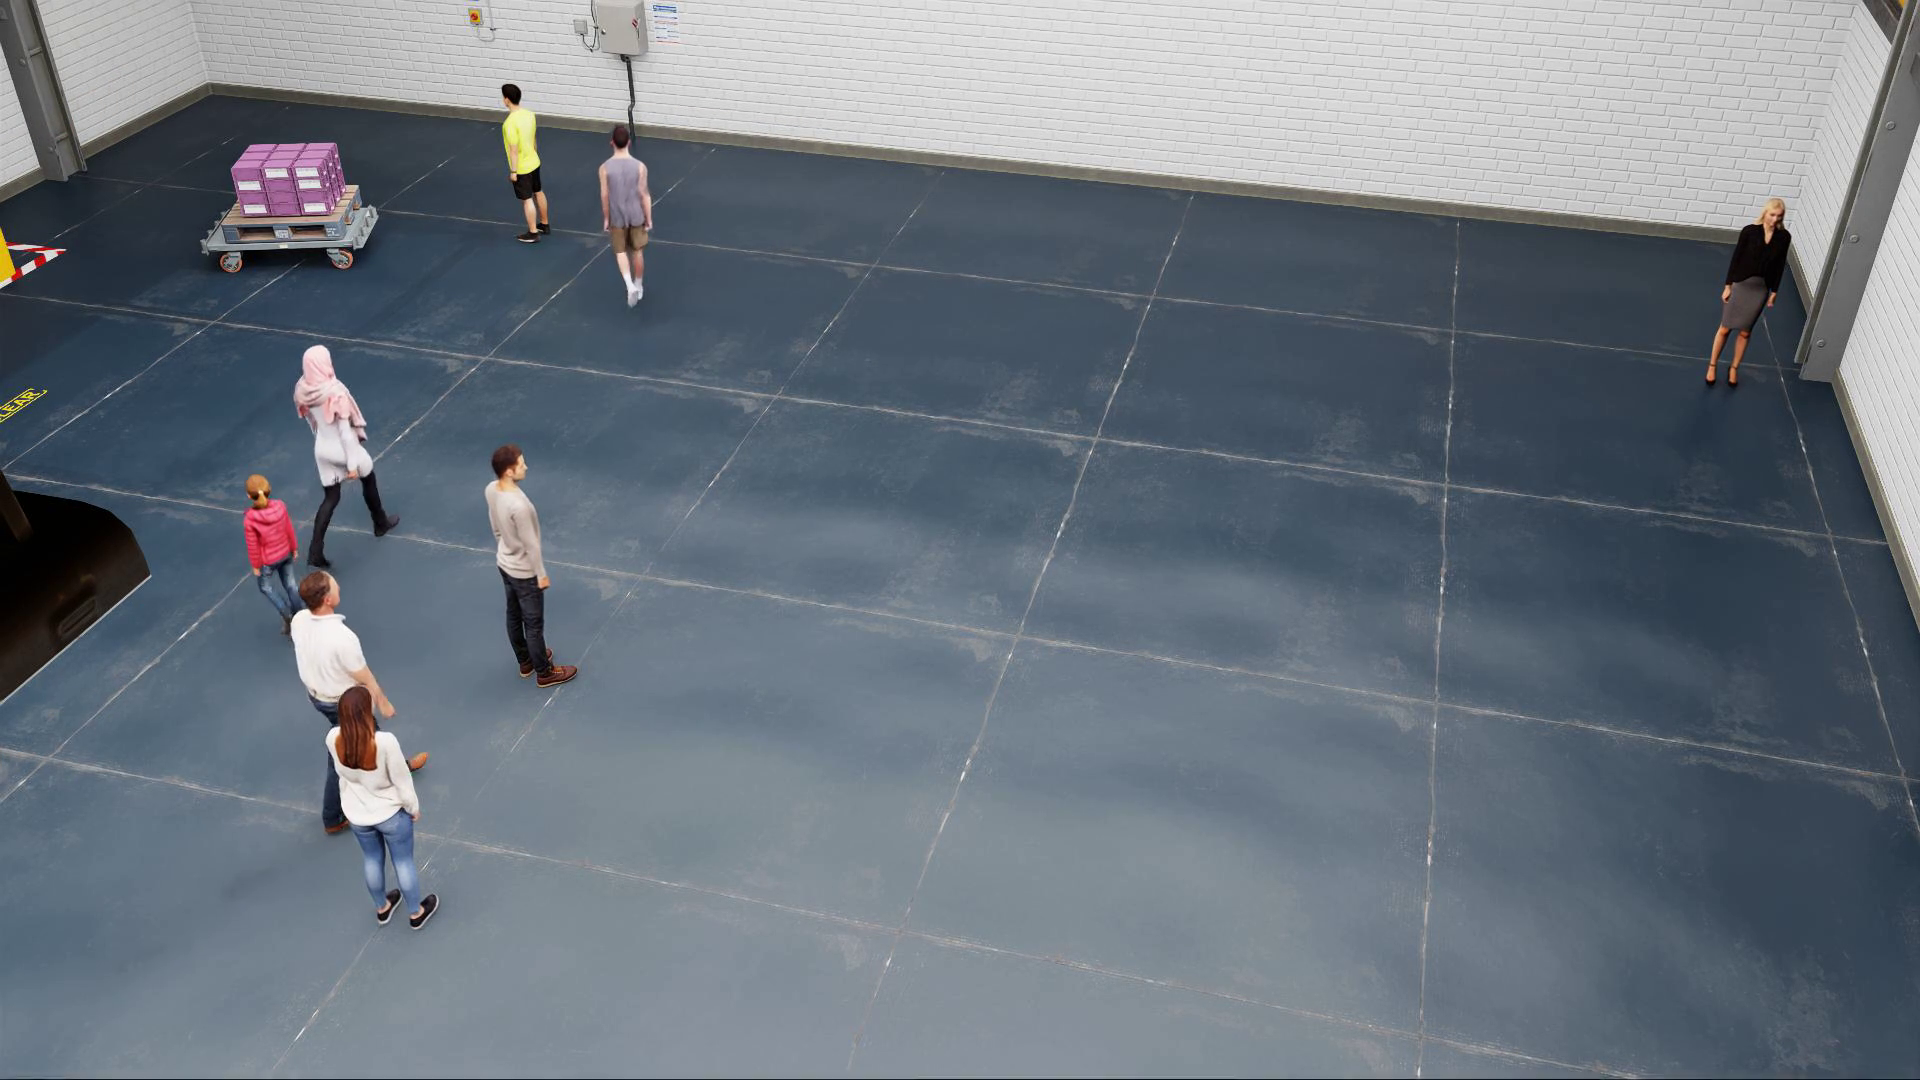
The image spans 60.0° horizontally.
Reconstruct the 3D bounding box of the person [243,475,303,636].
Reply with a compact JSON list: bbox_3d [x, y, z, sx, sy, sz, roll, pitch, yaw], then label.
[{"bbox_3d":[-4.875,0.146,11.912,0.684,1.309,0.609,24,40,31],"label":"person"}]

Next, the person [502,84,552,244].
[{"bbox_3d":[-4.679,-4.062,17.883,0.704,1.708,0.488,12,36,18],"label":"person"}]

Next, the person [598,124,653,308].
[{"bbox_3d":[-3.269,-3.147,16.341,0.907,1.836,1.074,-7,34,-11],"label":"person"}]

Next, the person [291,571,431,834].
[{"bbox_3d":[-3.858,1.036,10.107,0.944,1.824,1.157,25,41,32],"label":"person"}]

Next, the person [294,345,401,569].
[{"bbox_3d":[-4.780,-0.589,12.609,0.732,1.761,1.229,12,36,18],"label":"person"}]

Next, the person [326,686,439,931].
[{"bbox_3d":[-3.314,1.535,9.477,0.634,1.692,0.588,4,34,6],"label":"person"}]

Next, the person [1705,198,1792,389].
[{"bbox_3d":[7.097,-2.223,14.995,0.595,1.842,0.532,7,34,11],"label":"person"}]

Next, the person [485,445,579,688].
[{"bbox_3d":[-3.007,0.184,11.356,0.765,1.861,0.750,-27,42,-34],"label":"person"}]
